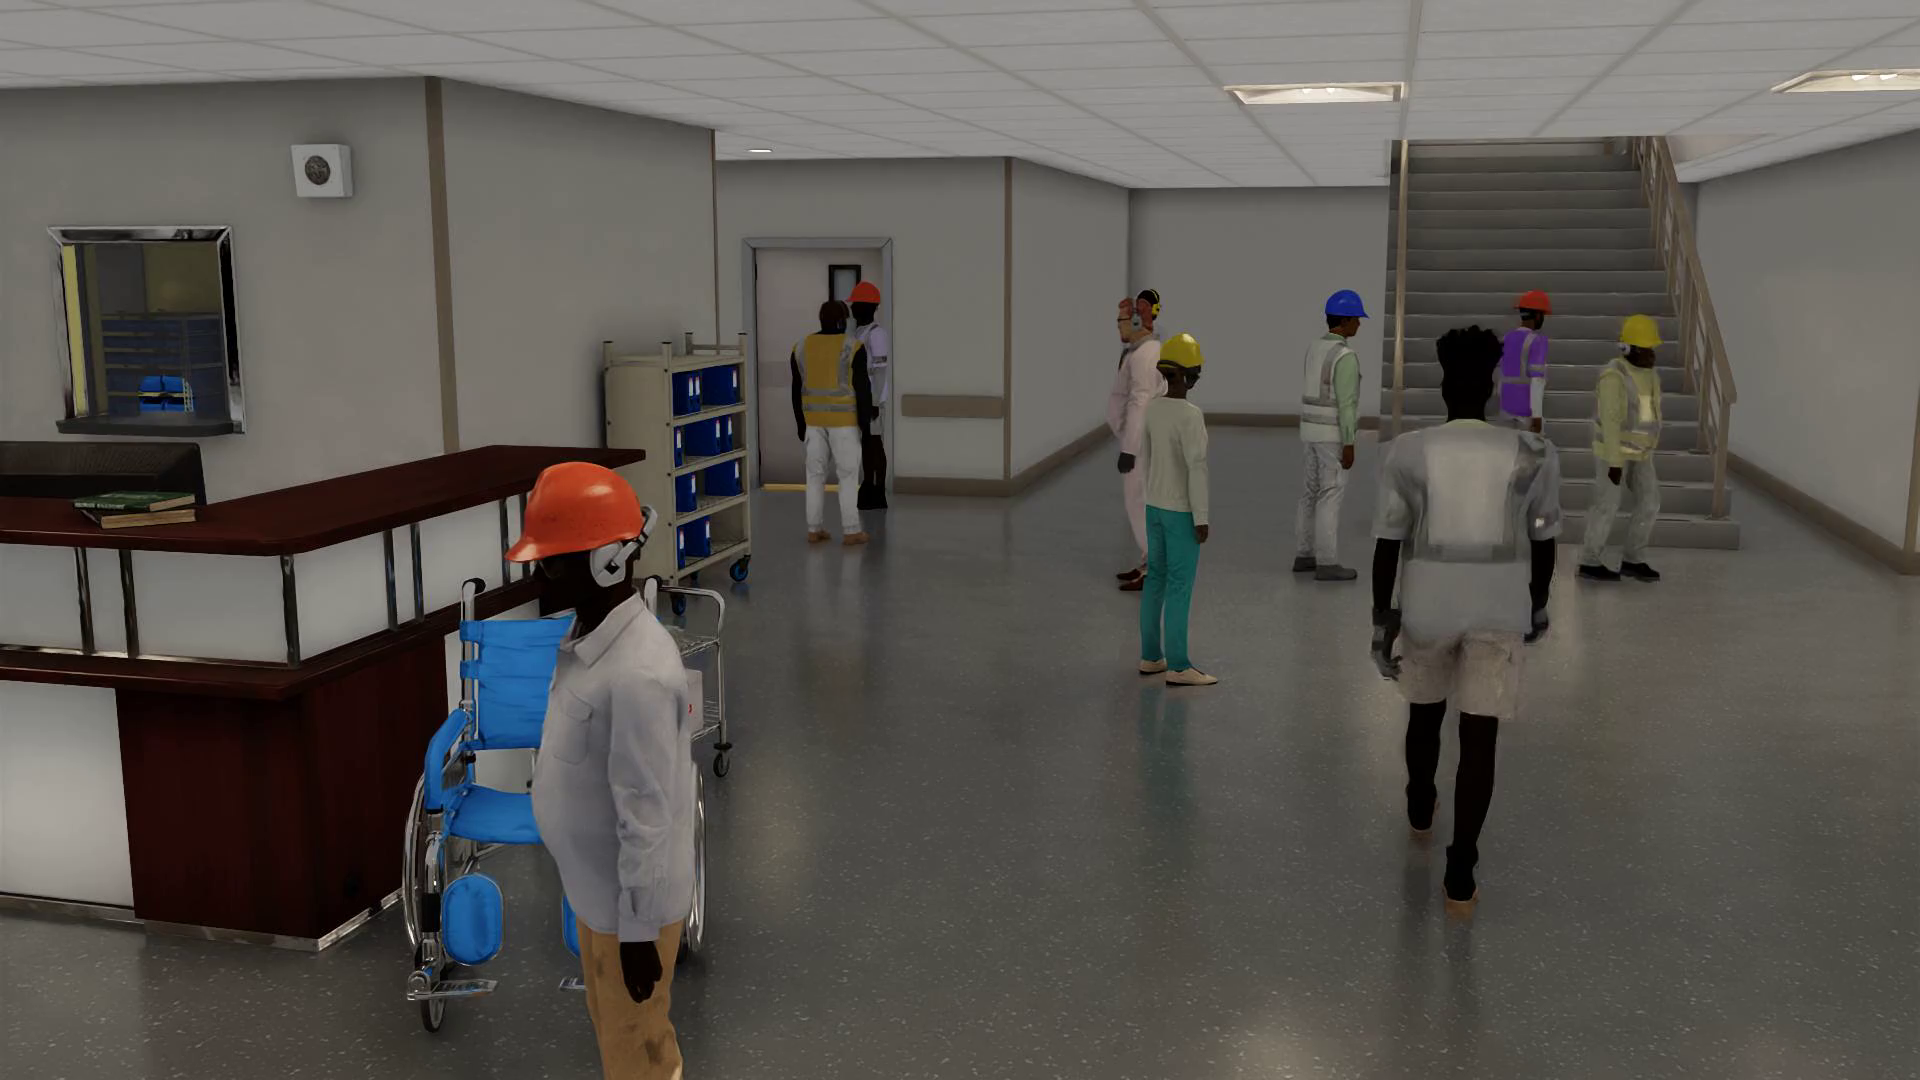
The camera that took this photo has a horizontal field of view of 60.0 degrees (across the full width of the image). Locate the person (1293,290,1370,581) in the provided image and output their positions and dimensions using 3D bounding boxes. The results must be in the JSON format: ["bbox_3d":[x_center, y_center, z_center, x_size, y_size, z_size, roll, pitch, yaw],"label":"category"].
[{"bbox_3d":[2.500,-0.697,11.145,0.421,1.939,0.599,-2,10,-13],"label":"person"}]

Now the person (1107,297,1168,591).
[{"bbox_3d":[1.153,-0.623,10.825,0.402,1.893,0.655,1,10,7],"label":"person"}]

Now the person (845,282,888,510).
[{"bbox_3d":[-0.805,-1.231,14.252,0.354,1.942,0.545,-4,11,-24],"label":"person"}]

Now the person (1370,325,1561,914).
[{"bbox_3d":[1.734,0.225,5.746,0.616,1.909,1.010,3,10,17],"label":"person"}]

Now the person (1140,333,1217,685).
[{"bbox_3d":[1.099,-0.152,8.404,0.299,1.772,0.530,-4,10,-23],"label":"person"}]

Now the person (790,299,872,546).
[{"bbox_3d":[-0.943,-0.876,12.459,0.633,1.841,0.429,4,10,21],"label":"person"}]

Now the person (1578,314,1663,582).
[{"bbox_3d":[4.345,-0.581,10.890,0.601,1.786,0.604,-8,12,-38],"label":"person"}]

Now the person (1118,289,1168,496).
[{"bbox_3d":[1.660,-1.307,14.927,0.534,1.864,0.310,8,12,39],"label":"person"}]

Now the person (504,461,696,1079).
[{"bbox_3d":[-0.737,0.701,3.457,0.352,1.743,0.564,-4,10,-23],"label":"person"}]
